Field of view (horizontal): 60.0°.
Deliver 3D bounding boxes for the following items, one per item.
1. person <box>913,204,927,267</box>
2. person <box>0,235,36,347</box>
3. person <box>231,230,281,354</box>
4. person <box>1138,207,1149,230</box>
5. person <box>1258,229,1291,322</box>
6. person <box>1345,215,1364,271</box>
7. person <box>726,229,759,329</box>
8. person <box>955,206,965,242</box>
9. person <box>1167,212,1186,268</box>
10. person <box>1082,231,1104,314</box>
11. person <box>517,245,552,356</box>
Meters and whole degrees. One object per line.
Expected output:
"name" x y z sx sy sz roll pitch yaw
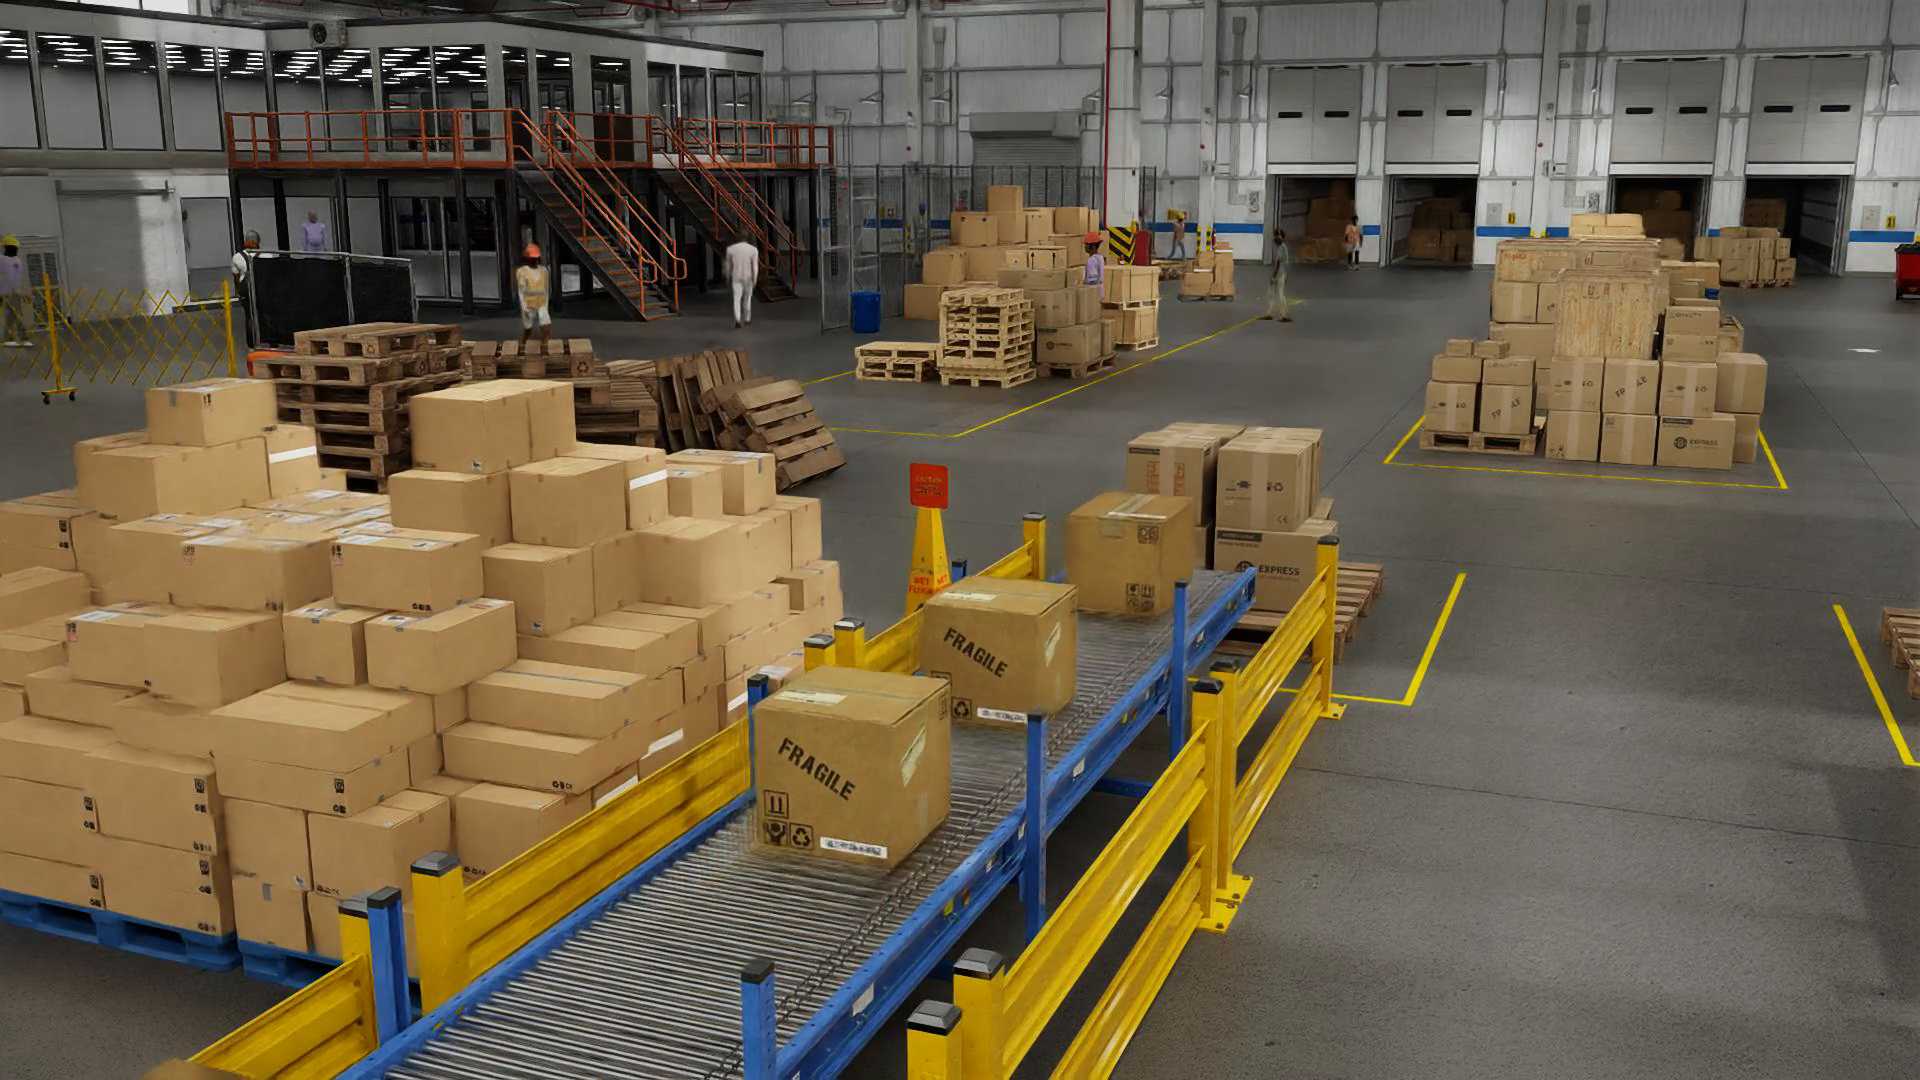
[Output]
"person" -1.204 -9.517 51.982 0.604 1.949 0.389 -11 17 -40
"person" -16.053 -4.223 28.329 0.813 1.895 0.606 1 13 6
"person" -11.595 -4.100 27.478 0.687 2.000 0.538 -2 13 -9
"person" 5.637 -9.454 51.947 0.927 1.870 0.563 -8 15 -33
"person" 6.251 -5.237 33.029 0.797 1.841 0.546 2 13 8
"person" 11.849 -8.931 50.024 0.565 1.655 0.824 2 13 10
"person" -4.189 -5.017 31.963 0.647 1.891 1.045 0 13 1
"person" 0.004 -8.461 47.138 0.611 1.996 0.379 5 13 20
"person" 6.732 -9.292 51.485 0.512 1.722 0.831 -9 15 -35
"person" 2.085 -3.855 26.372 0.378 2.044 0.607 3 13 14
"person" -6.511 -3.587 25.540 0.546 1.871 1.018 -10 16 -37
